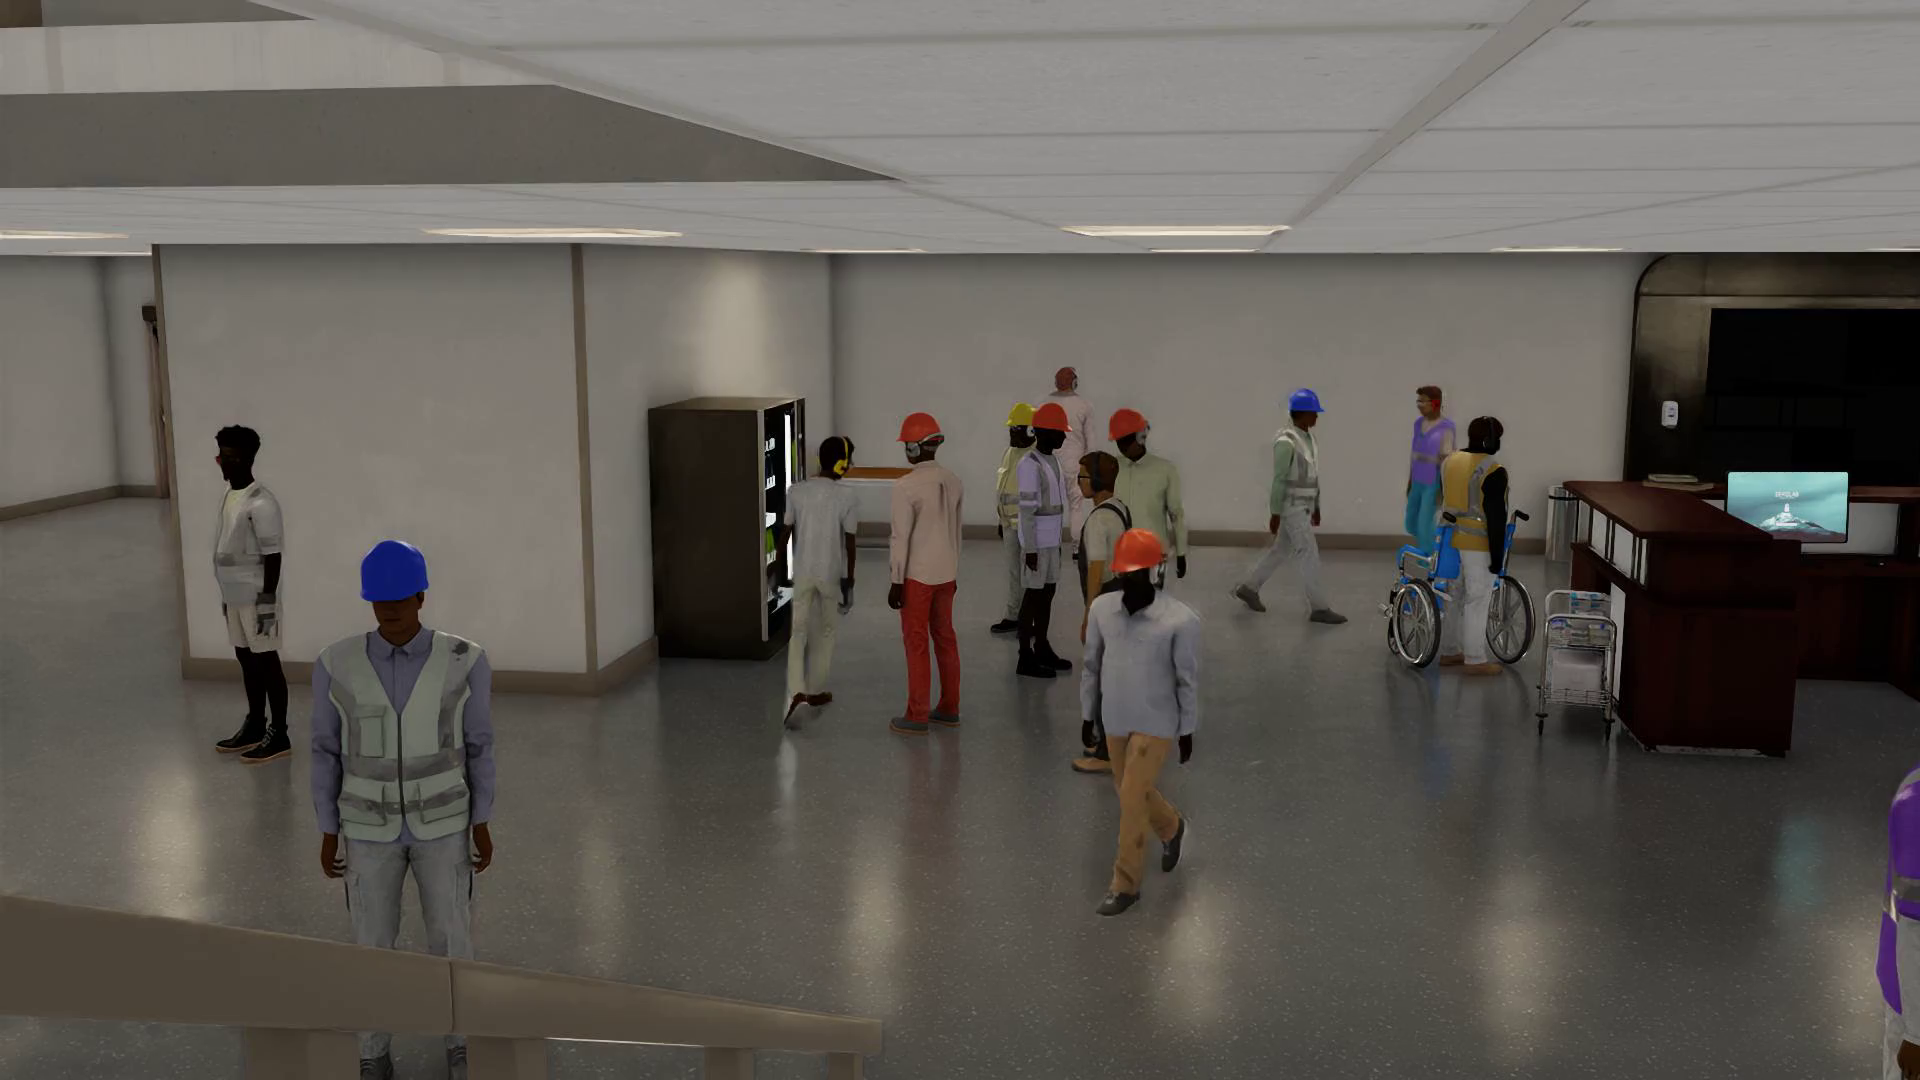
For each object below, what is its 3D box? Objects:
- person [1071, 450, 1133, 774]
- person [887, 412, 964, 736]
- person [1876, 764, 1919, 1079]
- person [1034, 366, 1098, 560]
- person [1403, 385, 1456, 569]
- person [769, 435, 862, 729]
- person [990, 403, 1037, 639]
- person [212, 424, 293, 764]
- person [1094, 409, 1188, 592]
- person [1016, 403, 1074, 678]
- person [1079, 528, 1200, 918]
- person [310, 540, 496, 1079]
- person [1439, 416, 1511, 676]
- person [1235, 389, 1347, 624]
[{"bbox_3d":[0.821,0.407,9.481,0.345,1.838,0.502,3,10,19],"label":"person"},{"bbox_3d":[-0.223,0.207,10.257,0.402,1.987,0.608,7,12,37],"label":"person"},{"bbox_3d":[2.608,1.186,4.343,0.552,1.935,0.366,-9,13,-44],"label":"person"},{"bbox_3d":[1.043,-0.757,16.425,0.653,1.906,0.408,3,10,17],"label":"person"},{"bbox_3d":[4.281,-0.489,15.051,0.628,1.826,0.579,-3,10,-17],"label":"person"},{"bbox_3d":[-0.922,0.247,10.505,0.608,1.818,0.894,1,9,5],"label":"person"},{"bbox_3d":[0.483,-0.150,12.906,0.404,1.833,0.590,-7,11,-36],"label":"person"},{"bbox_3d":[-4.141,0.307,9.678,0.610,1.966,0.363,9,13,43],"label":"person"},{"bbox_3d":[1.220,0.074,11.333,0.622,1.935,0.979,4,10,22],"label":"person"},{"bbox_3d":[0.606,0.000,11.704,0.378,1.931,0.546,5,10,27],"label":"person"},{"bbox_3d":[0.844,0.776,7.562,0.559,1.723,0.801,8,12,39],"label":"person"},{"bbox_3d":[-1.899,0.959,5.713,0.605,1.948,0.384,-2,10,-14],"label":"person"},{"bbox_3d":[3.642,0.038,11.760,0.429,1.835,0.633,-4,10,-21],"label":"person"},{"bbox_3d":[2.693,-0.295,13.607,1.002,1.906,0.620,6,11,32],"label":"person"}]
